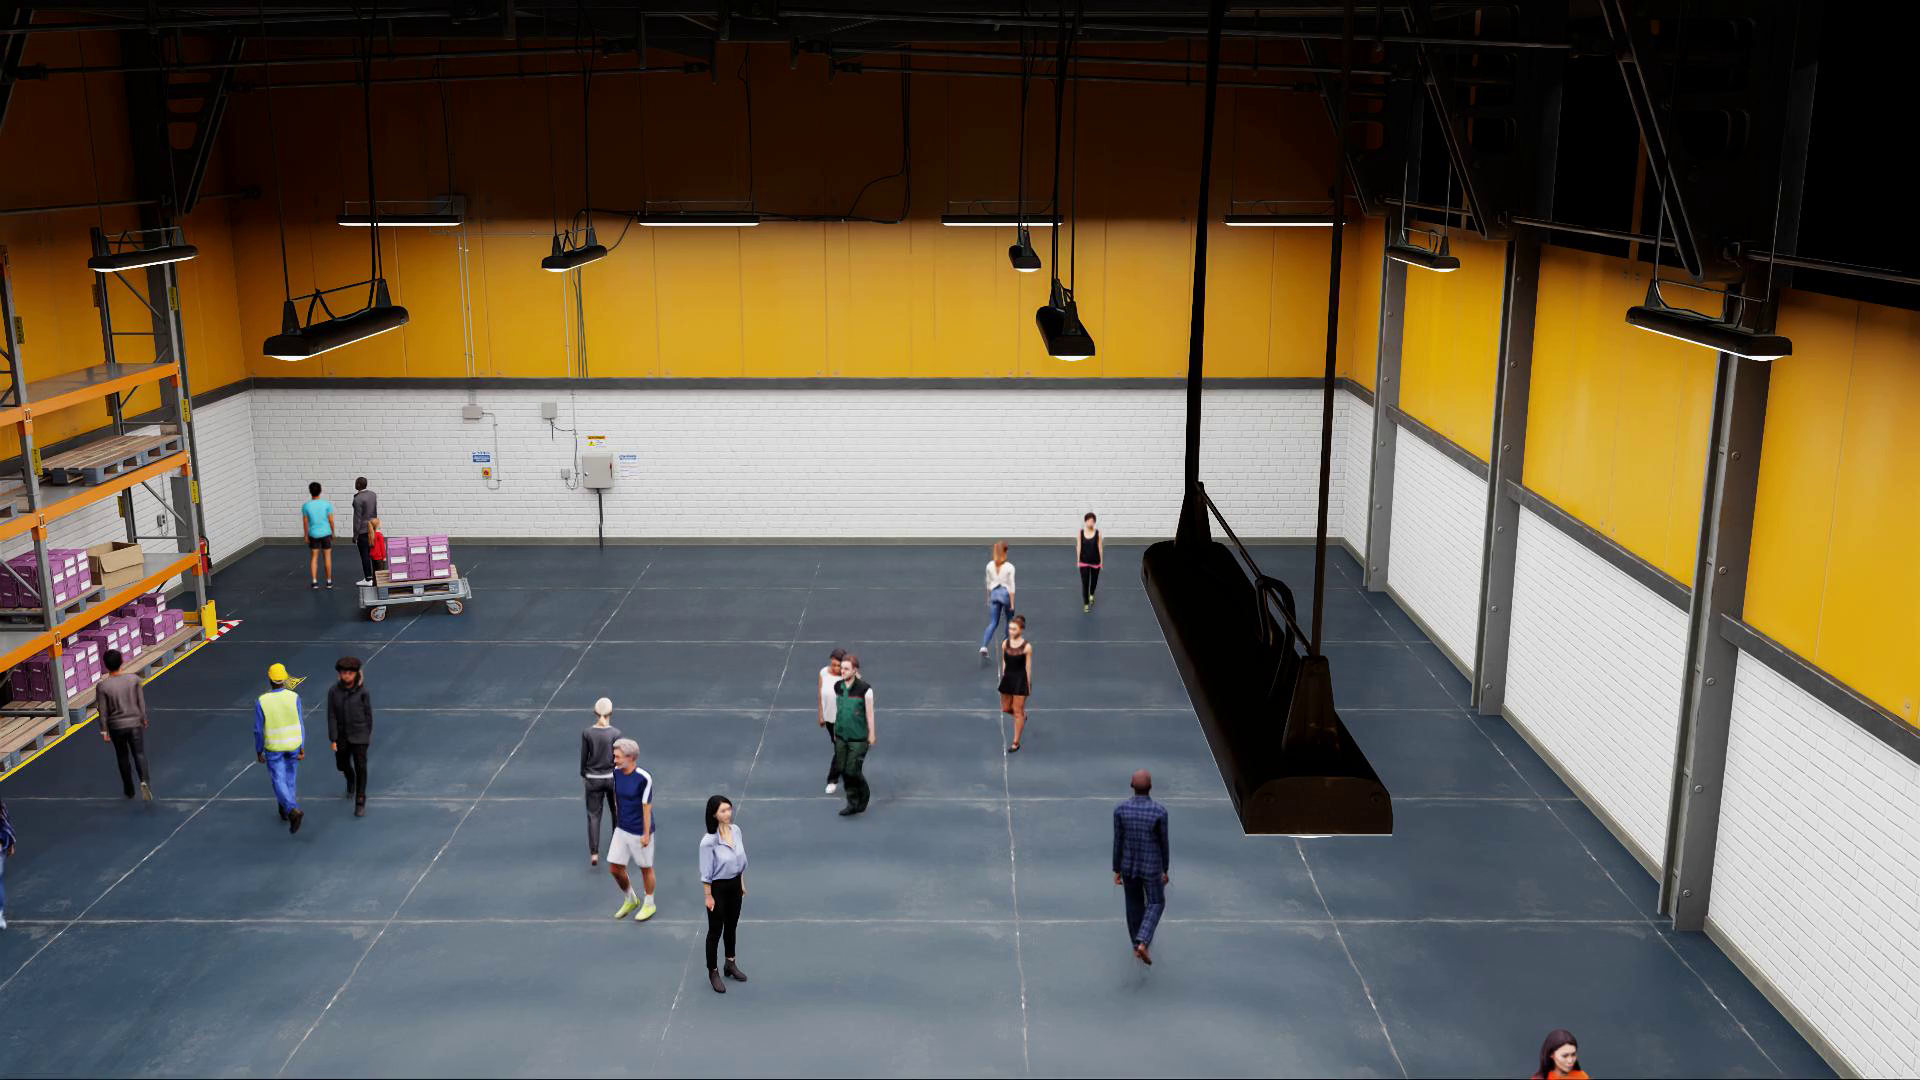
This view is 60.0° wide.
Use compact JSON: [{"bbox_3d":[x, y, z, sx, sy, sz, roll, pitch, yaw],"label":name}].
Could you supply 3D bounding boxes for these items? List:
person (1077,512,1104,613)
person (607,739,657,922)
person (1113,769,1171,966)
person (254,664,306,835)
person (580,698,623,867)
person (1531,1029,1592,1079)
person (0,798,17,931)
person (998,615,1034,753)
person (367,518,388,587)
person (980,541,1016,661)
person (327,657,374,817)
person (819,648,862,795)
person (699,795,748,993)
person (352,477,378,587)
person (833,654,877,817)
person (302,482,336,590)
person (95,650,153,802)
[{"bbox_3d":[2.052,0.328,26.149,0.573,1.511,1.010,1,14,3],"label":"person"},{"bbox_3d":[-3.013,2.703,15.695,0.762,1.814,0.782,6,15,22],"label":"person"},{"bbox_3d":[1.616,2.929,14.781,0.811,1.806,0.987,4,14,15],"label":"person"},{"bbox_3d":[-7.192,2.234,17.700,1.085,1.782,1.236,-10,17,-36],"label":"person"},{"bbox_3d":[-3.650,2.465,16.918,0.686,1.701,1.091,-2,14,-7],"label":"person"},{"bbox_3d":[3.806,3.942,10.711,0.689,1.751,0.664,-4,14,-18],"label":"person"},{"bbox_3d":[-8.989,2.899,15.317,0.719,1.611,0.722,-5,14,-19],"label":"person"},{"bbox_3d":[0.725,1.711,20.112,0.804,1.664,0.927,8,16,30],"label":"person"},{"bbox_3d":[-9.406,0.271,26.869,0.569,1.282,0.622,11,18,38],"label":"person"},{"bbox_3d":[0.532,0.886,23.460,0.938,1.691,1.175,7,15,26],"label":"person"},{"bbox_3d":[-6.693,2.110,18.259,0.755,1.761,1.084,-4,14,-14],"label":"person"},{"bbox_3d":[-1.332,2.004,18.943,0.940,1.644,1.171,6,15,22],"label":"person"},{"bbox_3d":[-2.056,3.044,14.440,0.794,1.743,0.707,10,17,37],"label":"person"},{"bbox_3d":[-9.813,-0.155,27.490,0.843,1.818,0.660,4,14,18],"label":"person"},{"bbox_3d":[-1.125,2.113,18.096,0.800,1.832,0.846,9,16,32],"label":"person"},{"bbox_3d":[-10.468,-0.070,27.242,0.690,1.771,0.680,-4,14,-17],"label":"person"},{"bbox_3d":[-9.210,2.081,18.390,0.983,1.754,1.079,-7,15,-27],"label":"person"}]
